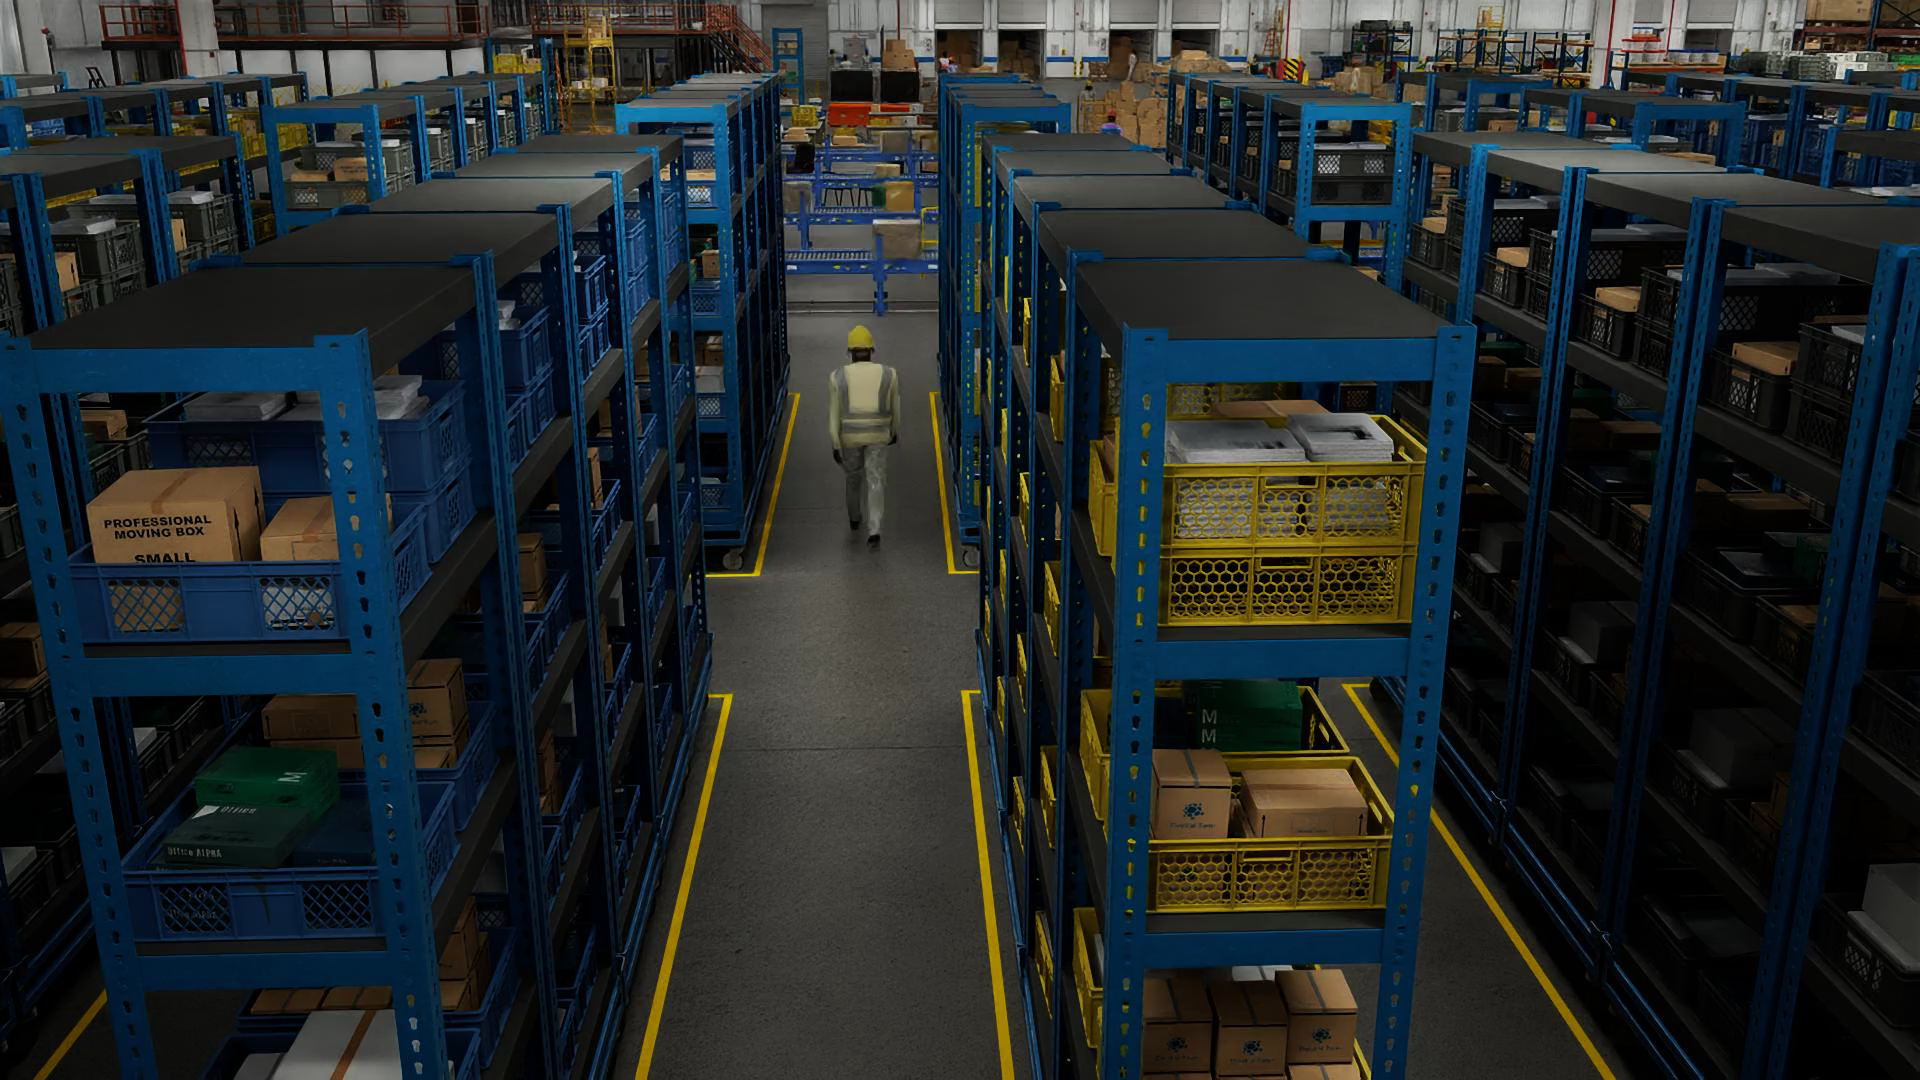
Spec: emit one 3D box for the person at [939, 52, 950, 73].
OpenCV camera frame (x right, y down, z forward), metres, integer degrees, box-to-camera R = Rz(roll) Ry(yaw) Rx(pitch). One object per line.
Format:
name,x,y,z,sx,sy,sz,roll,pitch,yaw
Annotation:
person,-0.798,-24.166,85.660,0.603,1.870,0.982,-2,18,-6

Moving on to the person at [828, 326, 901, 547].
person,-0.778,-0.856,13.670,0.591,1.794,0.915,-1,18,-4

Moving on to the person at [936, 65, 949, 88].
person,-0.534,-17.634,65.316,0.655,1.942,0.998,-13,22,-34

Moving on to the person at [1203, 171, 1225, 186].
person,5.321,-7.668,34.602,0.868,1.881,0.646,-11,21,-30

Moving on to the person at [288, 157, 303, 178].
person,-11.707,-6.048,29.772,0.547,1.752,0.436,-12,22,-33

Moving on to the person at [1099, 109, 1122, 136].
person,3.506,-9.103,38.970,0.544,1.922,0.422,1,18,3

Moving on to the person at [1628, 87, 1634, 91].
person,21.272,-13.513,52.892,0.558,1.735,0.490,-6,19,-19

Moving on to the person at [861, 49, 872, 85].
person,-5.038,-25.554,89.894,0.617,1.908,0.921,-1,18,-3

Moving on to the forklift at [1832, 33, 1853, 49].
forklift,46.103,-25.165,87.138,1.129,2.768,1.873,-6,19,-17

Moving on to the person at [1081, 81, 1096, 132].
person,4.468,-15.056,57.731,0.489,1.714,0.842,5,19,16

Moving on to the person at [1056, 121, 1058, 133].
person,2.237,-8.872,38.058,0.378,2.044,0.607,-3,18,-10

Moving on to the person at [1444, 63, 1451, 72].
person,19.602,-18.178,66.980,0.365,1.962,0.614,7,19,20

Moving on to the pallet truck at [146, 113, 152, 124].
pallet truck,-18.087,-8.309,36.390,1.885,1.965,0.823,-1,18,-4

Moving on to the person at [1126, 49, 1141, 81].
person,9.734,-26.580,93.255,0.982,1.790,0.648,-5,19,-15

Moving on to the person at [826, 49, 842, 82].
person,-7.122,-26.815,93.958,0.827,1.814,0.625,0,18,1

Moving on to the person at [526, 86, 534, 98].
person,-16.139,-16.677,62.530,0.327,1.842,0.517,-1,18,-2

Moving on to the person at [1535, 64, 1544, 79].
person,24.083,-18.868,69.294,0.543,1.860,0.331,-9,20,-26

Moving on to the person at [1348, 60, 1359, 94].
person,17.142,-19.928,72.463,0.457,1.922,0.585,7,19,22

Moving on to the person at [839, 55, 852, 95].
person,-5.532,-22.495,80.425,0.631,1.904,0.591,-2,18,-6

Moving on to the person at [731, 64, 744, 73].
person,-9.420,-19.254,70.550,0.576,1.835,0.997,-3,18,-9

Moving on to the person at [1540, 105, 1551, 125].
person,19.804,-14.624,56.562,0.794,1.607,0.521,0,18,-1

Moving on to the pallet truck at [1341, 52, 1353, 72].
pallet truck,18.794,-23.123,82.231,0.823,1.965,1.885,-13,22,-35

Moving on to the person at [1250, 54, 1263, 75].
person,14.013,-22.015,78.734,0.692,2.000,1.051,13,22,35

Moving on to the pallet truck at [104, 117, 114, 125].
pallet truck,-18.367,-7.885,35.078,1.885,1.965,0.823,1,18,2

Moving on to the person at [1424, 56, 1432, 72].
person,22.230,-22.045,79.078,0.337,1.882,0.583,11,21,30

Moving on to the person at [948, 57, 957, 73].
person,-0.390,-21.039,75.873,0.545,1.942,0.350,-15,23,-39
